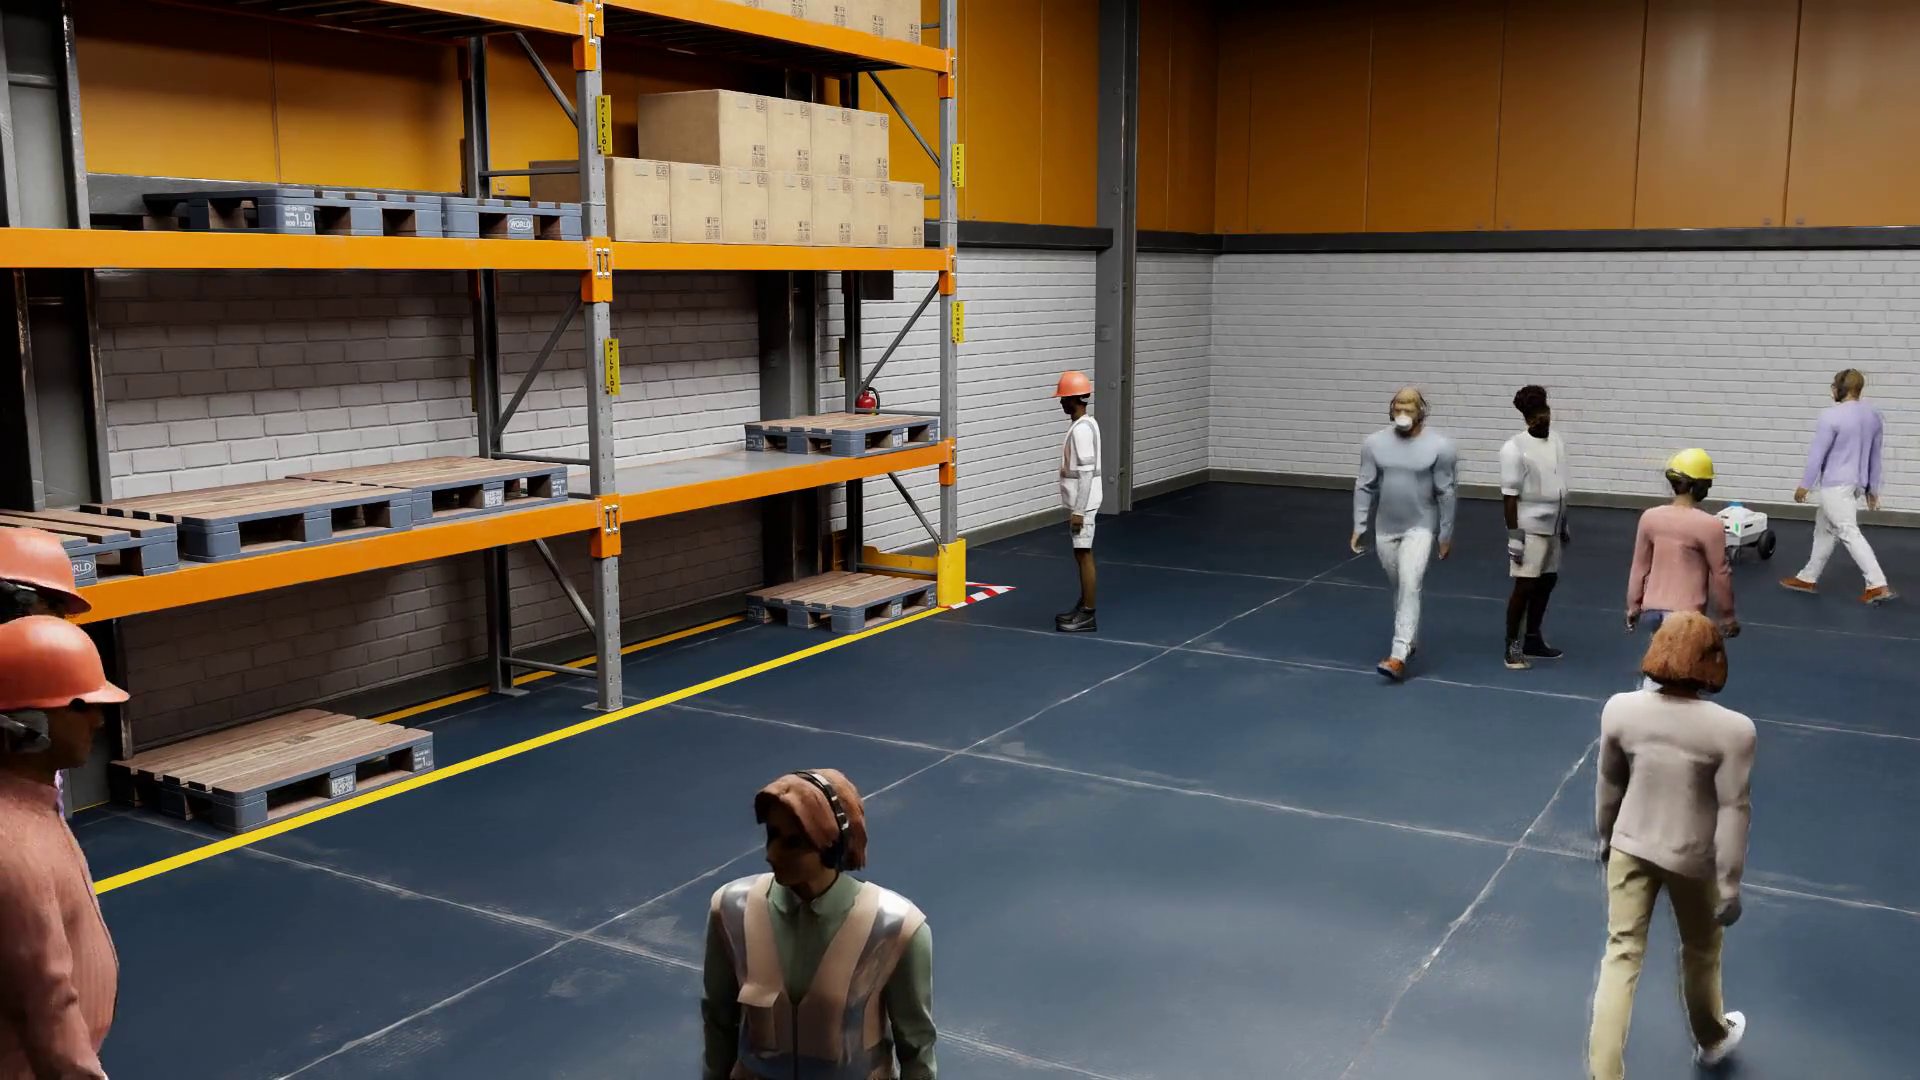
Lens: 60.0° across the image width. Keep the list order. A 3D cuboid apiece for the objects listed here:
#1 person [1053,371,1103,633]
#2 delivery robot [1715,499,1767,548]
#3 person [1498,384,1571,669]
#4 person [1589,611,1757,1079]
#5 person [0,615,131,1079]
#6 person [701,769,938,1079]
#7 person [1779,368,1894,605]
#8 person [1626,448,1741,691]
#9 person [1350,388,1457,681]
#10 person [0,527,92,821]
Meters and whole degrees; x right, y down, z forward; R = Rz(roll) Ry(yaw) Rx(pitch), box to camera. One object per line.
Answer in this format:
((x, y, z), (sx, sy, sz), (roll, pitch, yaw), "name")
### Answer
((0.865, -0.279, 12.297), (0.376, 1.933, 0.545), (1, 9, 6), "person")
((7.163, -0.131, 15.369), (0.707, 0.478, 0.477), (-9, 13, -43), "delivery robot")
((3.896, -0.088, 11.197), (0.725, 1.932, 0.386), (-6, 11, -35), "person")
((2.284, 1.006, 5.318), (0.872, 1.581, 0.519), (-9, 12, -43), "person")
((-1.824, 1.120, 3.509), (1.000, 1.940, 0.664), (-4, 10, -25), "person")
((-0.299, 1.273, 3.538), (0.514, 1.636, 0.315), (2, 9, 15), "person")
((7.184, -0.439, 13.454), (0.626, 1.900, 1.025), (-5, 10, -28), "person")
((3.866, 0.373, 8.887), (0.920, 1.717, 0.525), (-4, 10, -22), "person")
((2.891, -0.046, 10.946), (0.632, 1.890, 0.999), (7, 11, 37), "person")
((-2.539, 0.980, 4.273), (0.514, 1.989, 0.763), (0, 9, 1), "person")
